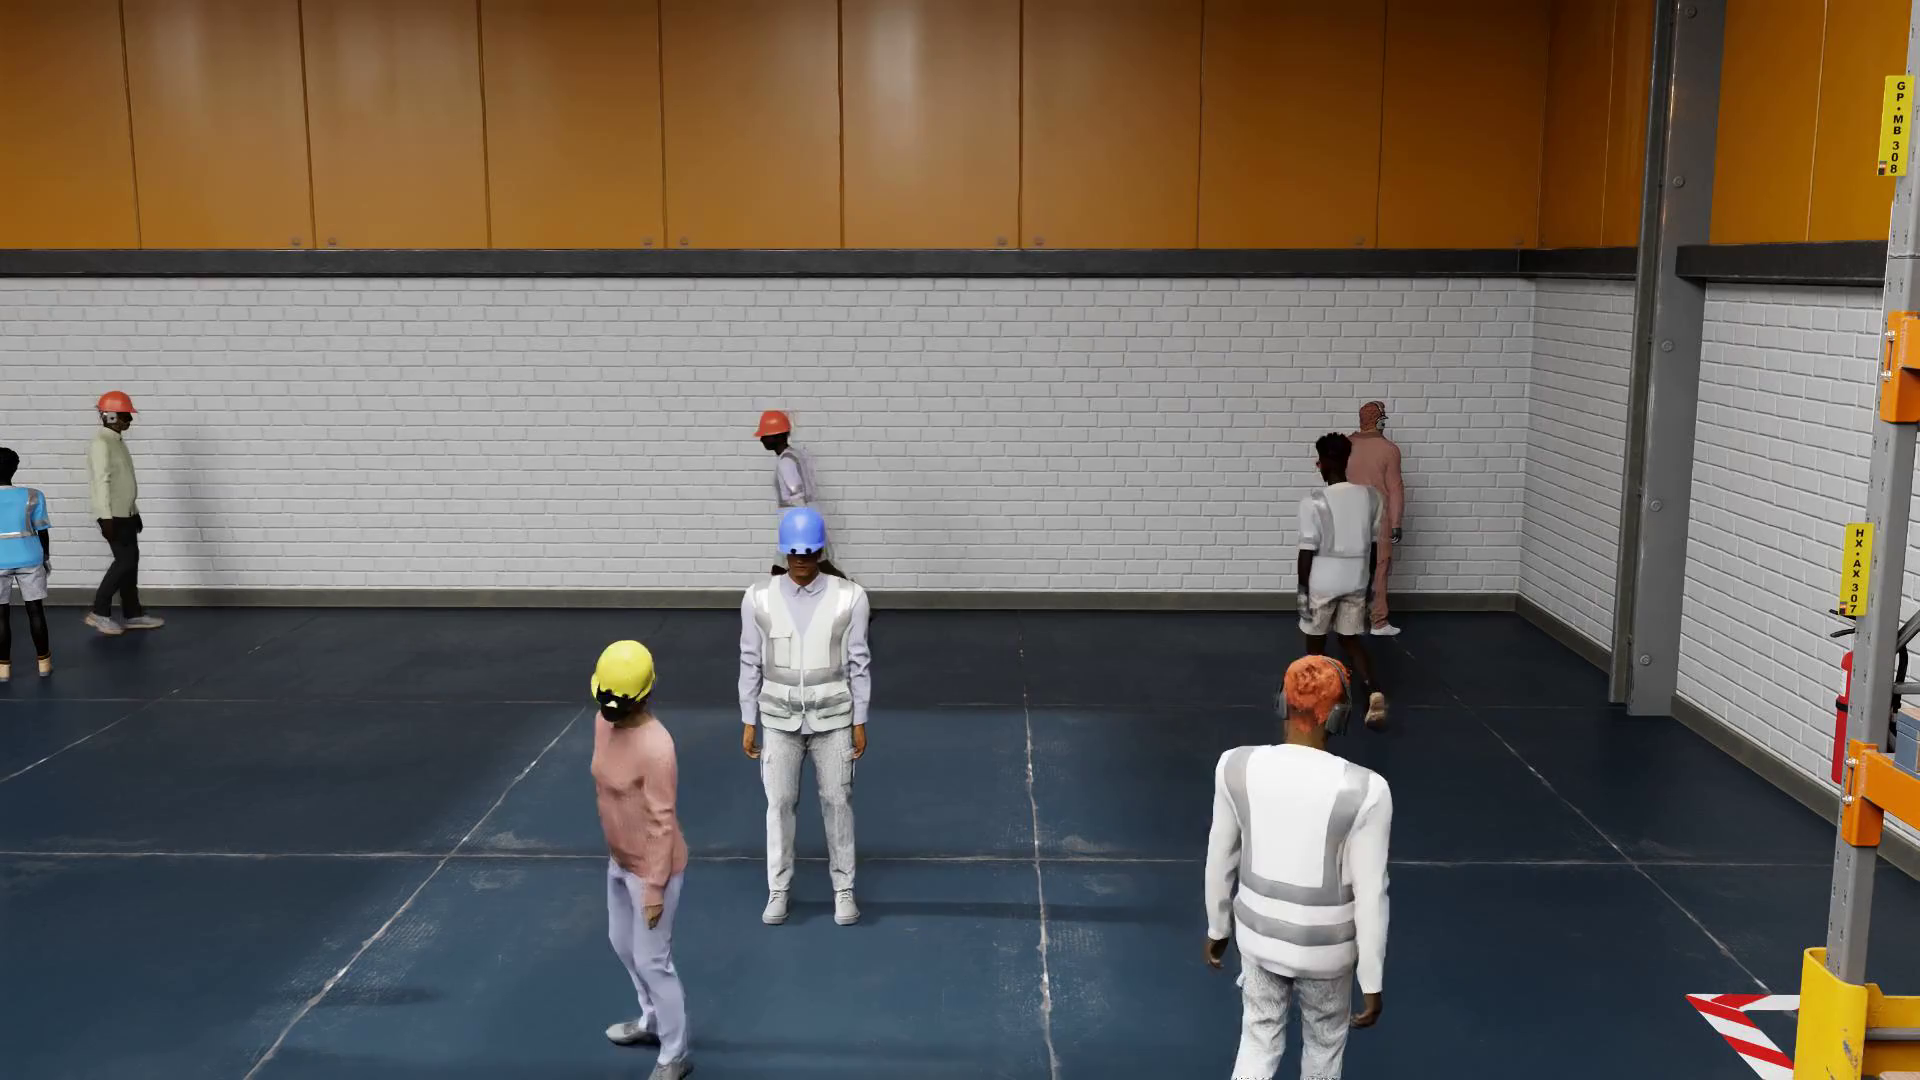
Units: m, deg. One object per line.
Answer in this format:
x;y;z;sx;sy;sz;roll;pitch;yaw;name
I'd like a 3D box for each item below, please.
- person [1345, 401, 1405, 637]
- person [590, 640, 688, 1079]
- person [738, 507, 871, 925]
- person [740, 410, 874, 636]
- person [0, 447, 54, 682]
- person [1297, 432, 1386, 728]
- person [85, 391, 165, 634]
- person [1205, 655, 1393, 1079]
3.328;-0.173;13.508;0.407;1.910;0.638;-9;13;-43;person
-1.164;1.168;6.021;0.447;1.721;0.622;-7;12;-35;person
-0.705;0.803;7.565;0.606;1.938;0.409;0;9;1;person
-1.209;-0.120;13.344;1.052;1.874;0.591;1;10;4;person
-6.870;0.175;12.055;0.540;1.696;0.316;-7;12;-36;person
2.450;0.281;10.678;0.623;1.943;0.663;-3;10;-18;person
-6.863;-0.225;13.572;0.435;1.987;0.655;-2;10;-11;person
1.062;1.247;5.231;0.622;1.837;0.765;5;11;29;person
